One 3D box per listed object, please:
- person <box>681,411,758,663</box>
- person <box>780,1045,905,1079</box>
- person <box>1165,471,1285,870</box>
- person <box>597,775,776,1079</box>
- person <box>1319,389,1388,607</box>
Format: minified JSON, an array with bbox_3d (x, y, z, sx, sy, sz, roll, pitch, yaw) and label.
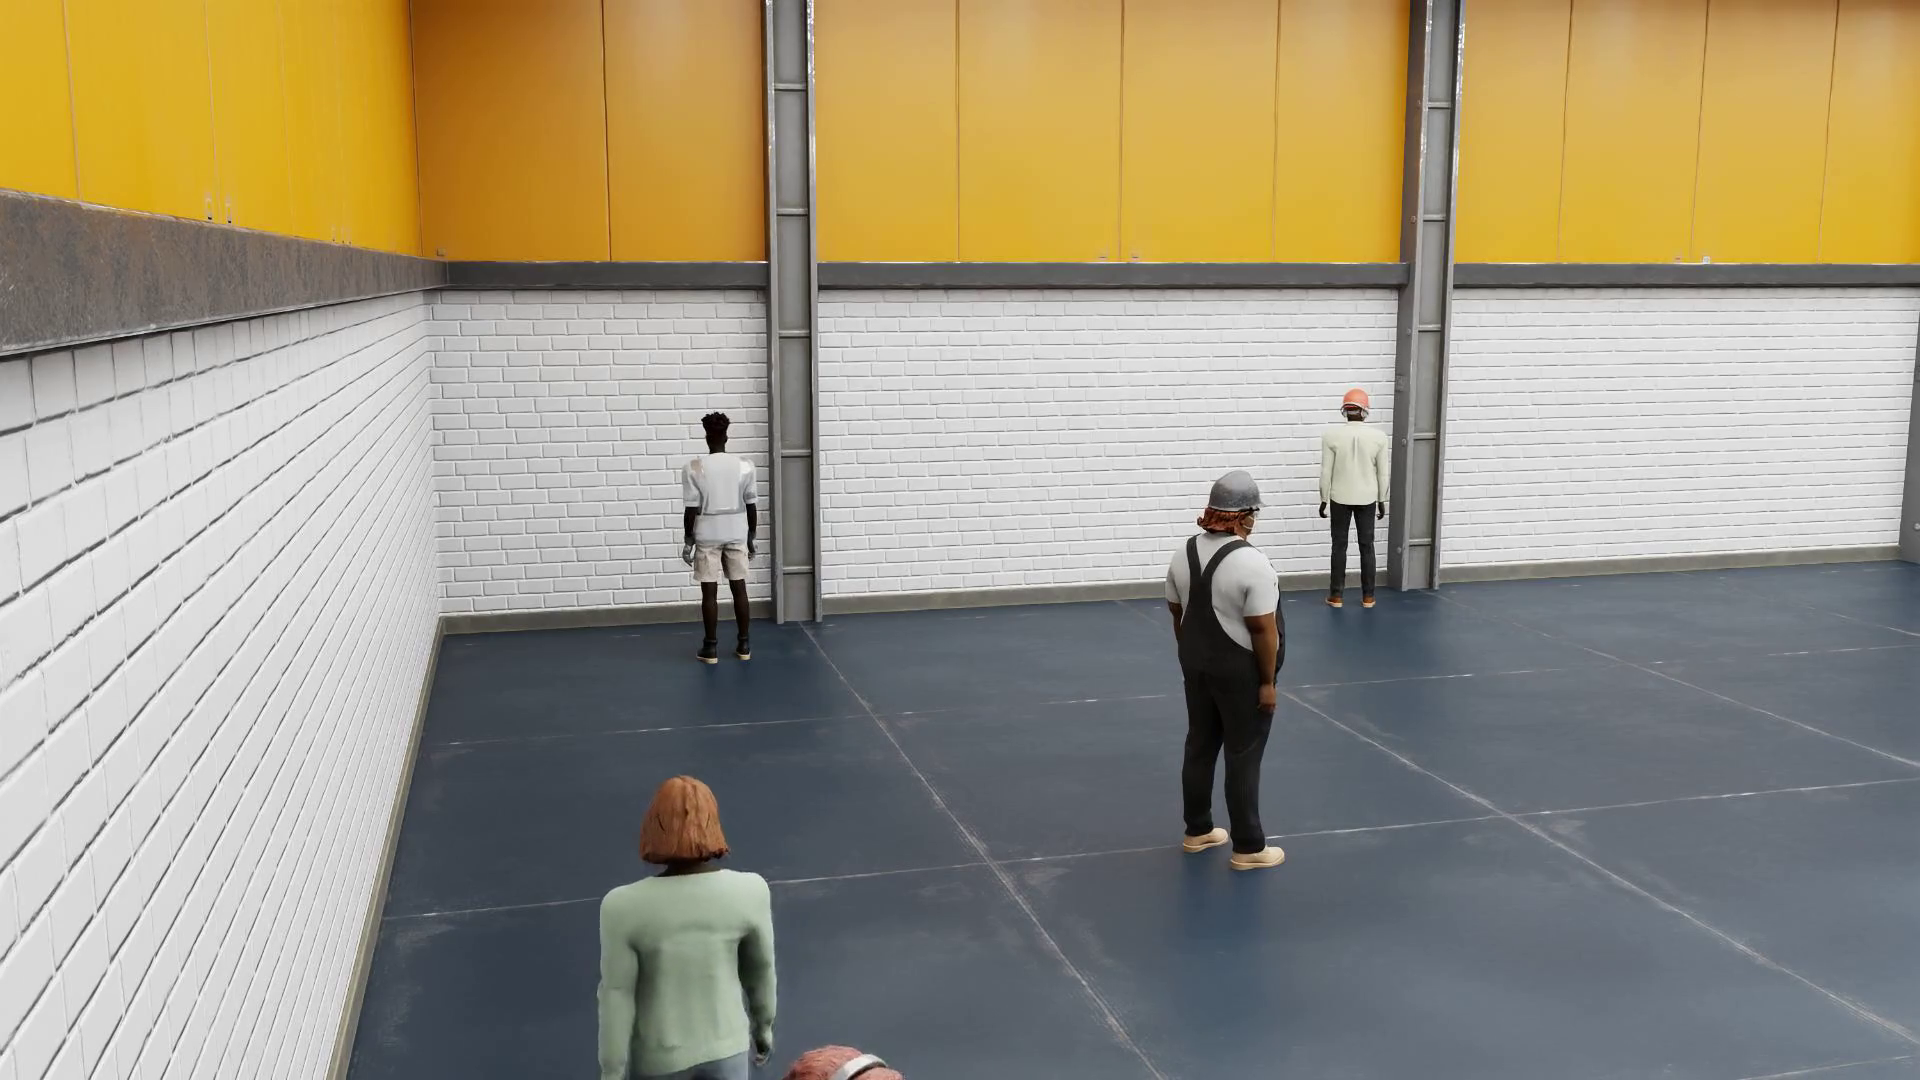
[{"bbox_3d":[-1.876,-0.021,12.984,0.614,1.962,0.366,-4,10,-24],"label":"person"},{"bbox_3d":[-0.282,1.678,2.696,0.694,1.878,0.445,0,9,3],"label":"person"},{"bbox_3d":[1.413,0.650,8.562,0.537,2.000,0.679,-7,11,-36],"label":"person"},{"bbox_3d":[-0.801,1.458,4.843,0.534,1.604,0.714,-3,10,-20],"label":"person"},{"bbox_3d":[3.567,-0.375,15.121,0.614,1.988,0.396,1,9,6],"label":"person"}]
